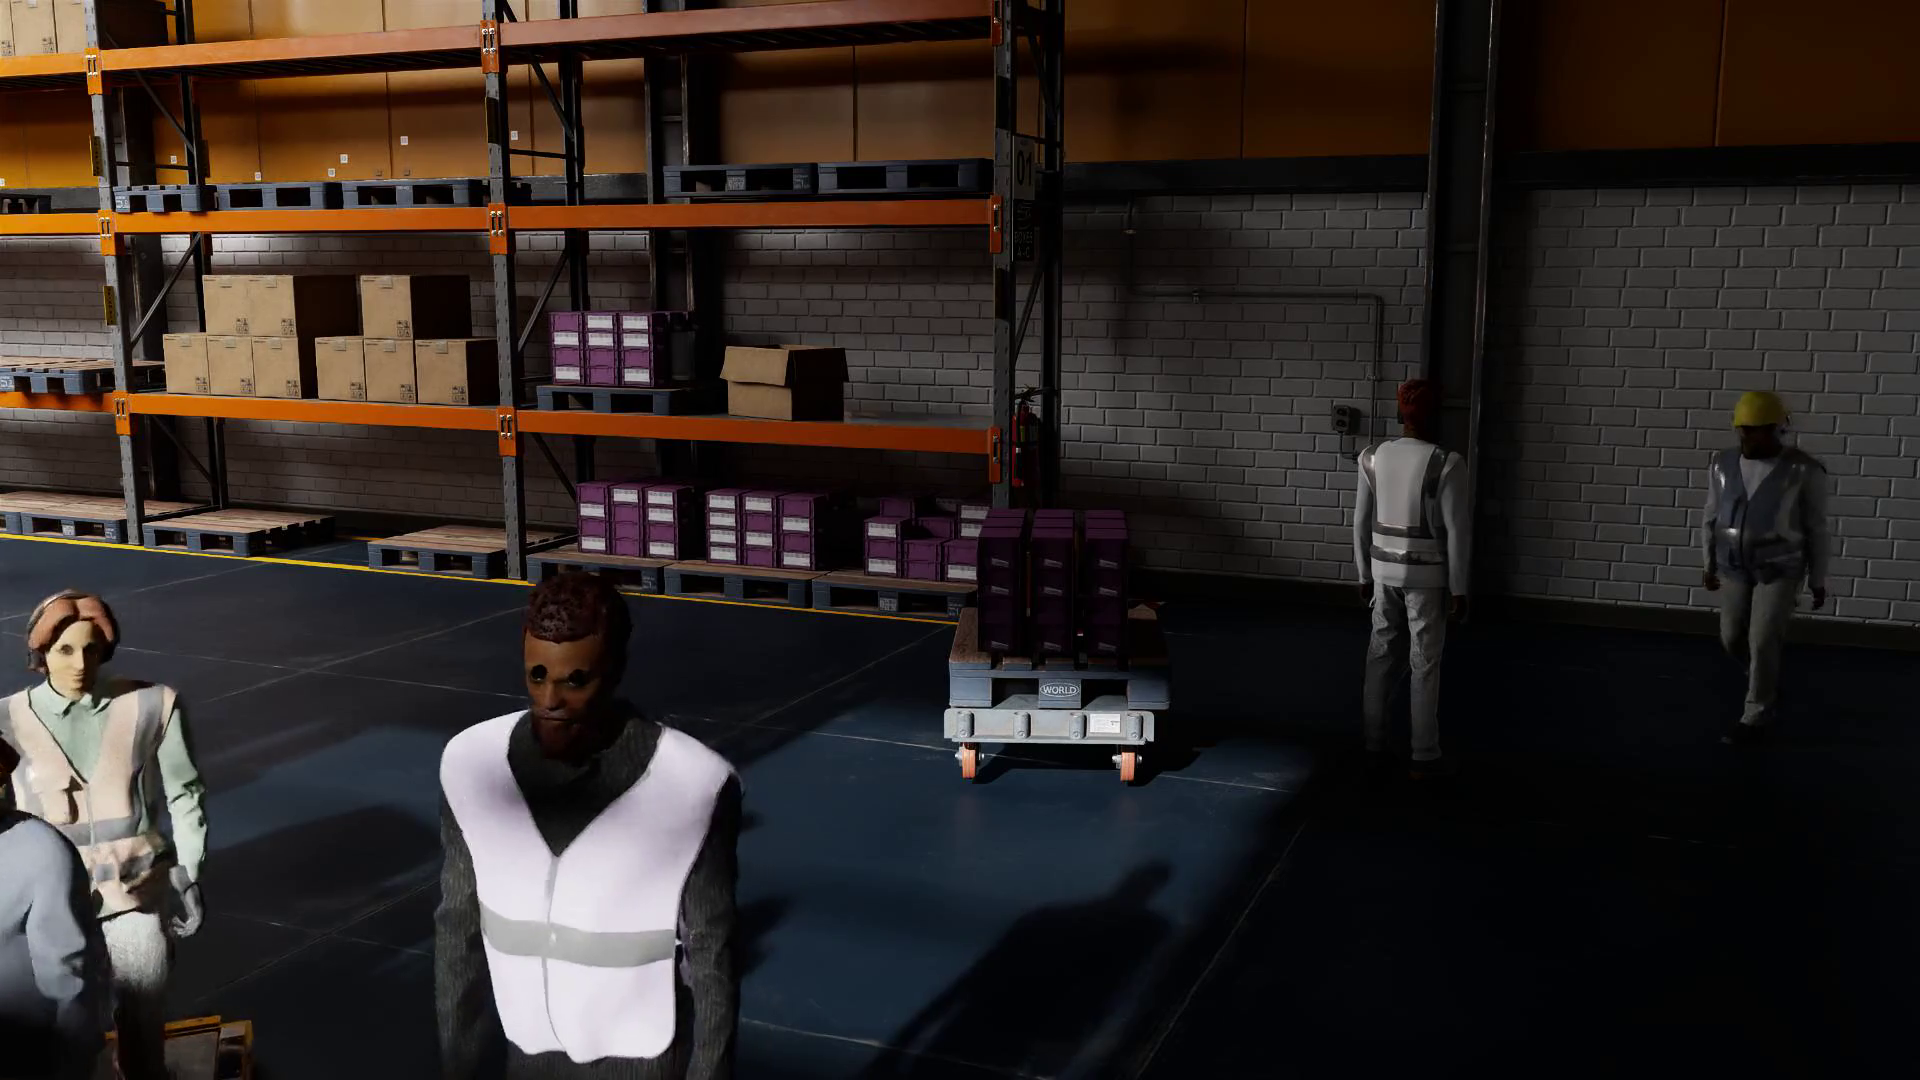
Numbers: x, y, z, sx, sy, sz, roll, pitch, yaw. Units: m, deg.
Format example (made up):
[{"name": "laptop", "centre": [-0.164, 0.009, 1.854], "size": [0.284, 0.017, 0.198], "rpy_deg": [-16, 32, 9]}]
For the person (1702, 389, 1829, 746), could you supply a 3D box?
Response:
[{"name": "person", "centre": [4.121, 0.116, 8.490], "size": [0.686, 1.802, 0.625], "rpy_deg": [-7, 12, -37]}]

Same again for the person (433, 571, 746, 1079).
[{"name": "person", "centre": [-0.684, 0.954, 3.253], "size": [0.604, 1.890, 0.768], "rpy_deg": [2, 10, 12]}]

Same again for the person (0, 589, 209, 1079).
[{"name": "person", "centre": [-2.226, 0.915, 4.281], "size": [0.529, 1.619, 0.555], "rpy_deg": [-6, 11, -31]}]

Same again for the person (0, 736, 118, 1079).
[{"name": "person", "centre": [-1.944, 1.085, 3.324], "size": [0.518, 1.589, 0.615], "rpy_deg": [2, 10, 9]}]

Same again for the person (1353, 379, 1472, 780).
[{"name": "person", "centre": [2.132, 0.185, 7.839], "size": [0.350, 1.882, 0.583], "rpy_deg": [-9, 13, -44]}]

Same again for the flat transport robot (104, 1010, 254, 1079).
[{"name": "flat transport robot", "centre": [-2.205, 1.578, 4.310], "size": [0.652, 0.197, 1.431], "rpy_deg": [-4, 10, -21]}]
